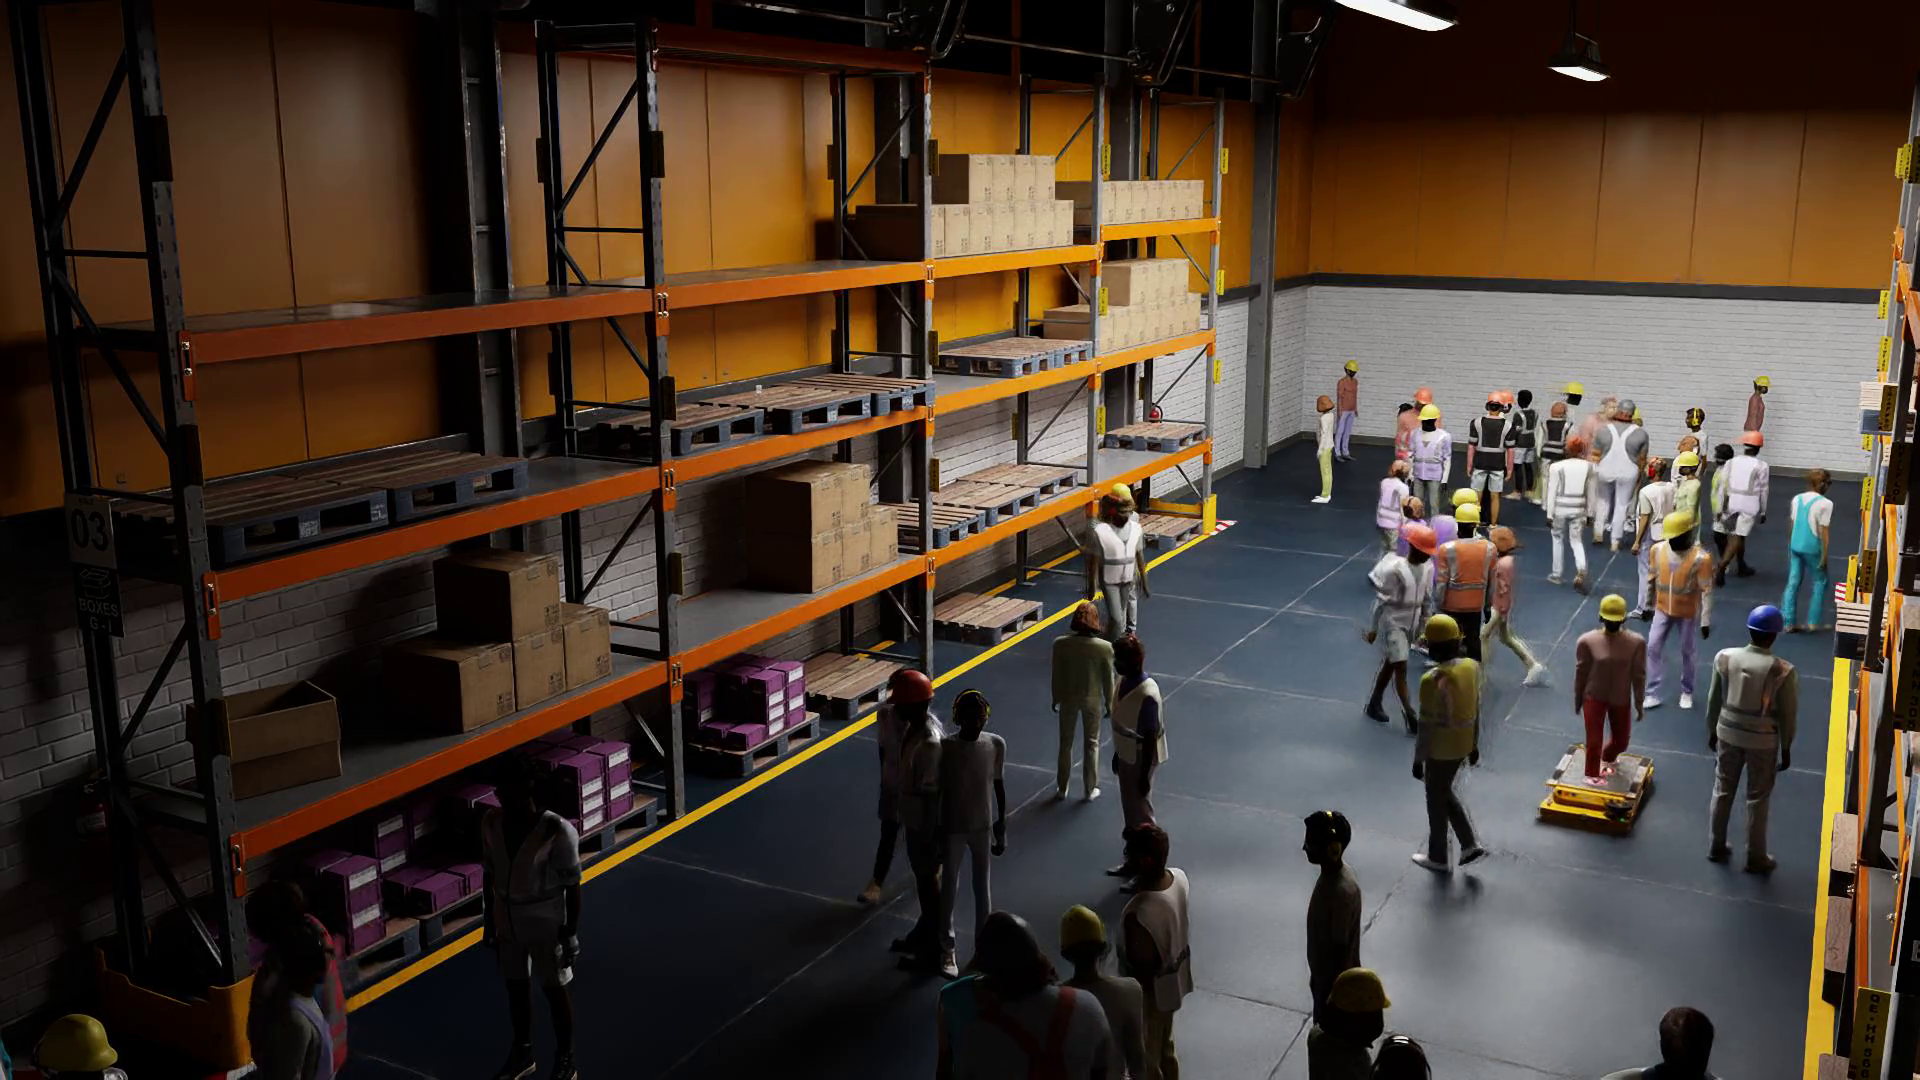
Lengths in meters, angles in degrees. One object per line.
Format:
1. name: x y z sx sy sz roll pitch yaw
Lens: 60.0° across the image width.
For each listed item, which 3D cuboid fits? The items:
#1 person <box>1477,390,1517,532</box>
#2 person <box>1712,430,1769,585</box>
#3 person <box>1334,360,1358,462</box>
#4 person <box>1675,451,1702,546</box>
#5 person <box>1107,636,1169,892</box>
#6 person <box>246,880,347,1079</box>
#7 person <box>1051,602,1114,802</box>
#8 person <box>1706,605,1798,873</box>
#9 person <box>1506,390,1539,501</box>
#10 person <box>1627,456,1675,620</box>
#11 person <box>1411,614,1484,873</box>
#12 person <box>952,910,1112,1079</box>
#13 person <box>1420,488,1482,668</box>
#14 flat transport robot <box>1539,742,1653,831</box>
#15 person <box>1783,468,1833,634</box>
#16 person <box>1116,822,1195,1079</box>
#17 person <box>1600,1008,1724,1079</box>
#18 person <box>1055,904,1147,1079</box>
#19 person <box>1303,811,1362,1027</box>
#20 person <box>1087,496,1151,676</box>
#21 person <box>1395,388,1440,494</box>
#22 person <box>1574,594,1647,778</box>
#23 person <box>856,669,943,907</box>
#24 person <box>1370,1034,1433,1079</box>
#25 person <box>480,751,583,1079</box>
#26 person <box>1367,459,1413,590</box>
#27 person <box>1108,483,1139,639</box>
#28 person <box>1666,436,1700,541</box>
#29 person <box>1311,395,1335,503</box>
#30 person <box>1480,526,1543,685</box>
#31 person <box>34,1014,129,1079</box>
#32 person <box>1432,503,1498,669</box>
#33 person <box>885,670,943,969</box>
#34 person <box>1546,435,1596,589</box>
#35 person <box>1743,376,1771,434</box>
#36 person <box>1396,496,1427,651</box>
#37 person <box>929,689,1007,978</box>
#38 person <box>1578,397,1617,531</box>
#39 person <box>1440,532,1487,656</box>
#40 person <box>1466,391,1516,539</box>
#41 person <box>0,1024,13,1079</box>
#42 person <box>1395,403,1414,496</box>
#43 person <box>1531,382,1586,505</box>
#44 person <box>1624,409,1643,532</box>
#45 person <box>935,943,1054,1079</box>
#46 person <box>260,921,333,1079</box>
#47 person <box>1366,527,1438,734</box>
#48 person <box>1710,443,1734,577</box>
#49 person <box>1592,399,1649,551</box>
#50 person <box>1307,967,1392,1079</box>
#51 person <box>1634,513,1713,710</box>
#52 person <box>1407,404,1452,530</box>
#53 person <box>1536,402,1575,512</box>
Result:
1. person: 7.489 -1.103 23.179 0.408 1.986 0.617 -2 13 -10
2. person: 9.497 -0.396 20.255 1.001 1.888 0.530 -7 14 -29
3. person: 6.701 -2.230 28.733 0.523 1.760 0.327 -11 17 -40
4. person: 8.502 -0.169 19.512 0.339 1.761 0.524 4 13 16
5. person: 1.234 1.553 11.646 0.413 1.829 0.561 -3 13 -13
6. person: -3.046 2.424 7.729 0.468 1.828 0.656 -5 13 -20
7. person: 0.978 1.290 13.276 0.504 1.622 0.299 2 13 9
8. person: 5.695 1.416 11.979 0.404 1.945 0.615 -10 16 -39
9. person: 8.587 -1.450 25.377 0.540 1.695 0.317 -9 16 -36
10. person: 7.748 -0.015 18.616 0.565 1.846 0.390 -10 16 -37
11. person: 3.455 1.461 11.856 0.605 1.905 0.477 -9 16 -36
12. person: 0.270 2.489 6.963 0.707 2.000 0.541 -5 13 -20
13. person: 4.939 0.395 16.652 0.419 1.892 0.611 -4 13 -18
14. flat transport robot: 5.128 1.956 13.349 0.652 0.197 1.431 7 14 28
15. person: 9.284 0.119 18.052 0.672 1.821 0.537 -5 14 -21
16. person: 0.959 2.288 8.312 0.389 1.842 0.566 6 14 26
17. person: 2.710 2.670 6.437 0.596 1.915 0.372 2 13 9
18. person: 0.597 2.535 7.457 0.545 1.736 0.704 -1 13 -6
19. person: 1.859 2.253 8.437 0.325 1.861 0.513 1 13 4
20. person: 1.628 0.466 16.539 0.570 1.812 0.838 -8 15 -33
21. person: 6.552 -1.242 23.890 0.634 1.954 0.855 1 13 6
22. person: 5.139 1.239 13.229 0.534 1.740 0.647 2 13 10
23. person: -0.382 1.688 11.398 0.540 1.642 0.878 6 14 24
24. person: 1.634 2.743 6.292 0.504 1.840 0.341 1 13 6
25. person: -2.329 2.072 9.001 0.612 1.963 0.363 5 14 21
26. person: 5.092 -0.175 19.835 0.506 1.617 0.566 -4 13 -17
27. person: 1.699 0.253 17.648 0.298 1.743 0.487 9 15 35
28. person: 9.347 -0.547 21.496 0.504 1.629 0.278 -9 15 -34
29. person: 5.517 -1.380 25.206 0.279 1.633 0.499 6 14 24
30. person: 5.309 0.648 16.199 0.768 1.603 0.508 3 13 14
31. person: -3.415 2.701 6.516 0.403 1.824 0.591 5 13 19
32. person: 4.729 0.605 15.658 0.594 1.924 0.372 -2 13 -7
33. person: -0.272 1.753 10.526 0.387 1.929 0.544 -3 13 -14
34. person: 7.348 -0.331 19.999 0.587 1.864 0.770 0 13 0
35. person: 12.727 -1.755 26.615 0.341 1.758 0.530 7 15 30
36. person: 4.725 0.347 17.459 0.312 1.639 0.518 10 16 37
37. person: 0.050 1.819 10.381 0.510 1.860 0.333 -3 13 -13
38. person: 9.053 -1.111 23.540 0.638 1.866 0.959 -4 13 -17
39. person: 5.102 0.429 17.028 0.537 1.668 0.777 7 15 30
40. person: 7.233 -1.016 22.693 0.612 2.030 0.403 4 13 18
41. person: -4.218 2.590 7.001 0.429 1.830 0.635 3 13 12
42. person: 6.439 -1.136 24.000 0.322 1.690 0.537 -2 13 -9
43. person: 9.091 -1.431 24.892 0.992 1.866 0.590 2 13 7
44. person: 9.330 -0.984 23.218 0.324 1.737 0.490 5 14 22
45. person: 0.170 2.521 7.281 0.563 1.838 0.390 -2 13 -7
46. person: -2.860 2.563 7.175 0.453 1.802 0.620 -5 14 -22
47. person: 4.035 0.799 14.923 0.597 1.865 0.978 -8 15 -31
48. person: 9.429 -0.370 20.569 0.337 1.688 0.564 3 13 13
49. person: 8.785 -0.895 22.118 0.679 2.000 0.652 8 15 31
50. person: 1.629 2.624 7.059 0.338 1.735 0.487 -4 13 -16
51. person: 6.632 0.676 15.462 0.848 1.873 0.713 -11 17 -41
52. person: 6.249 -0.861 22.227 0.589 1.923 0.383 10 16 39
53. person: 8.753 -1.210 24.463 0.580 1.626 0.368 9 16 36
